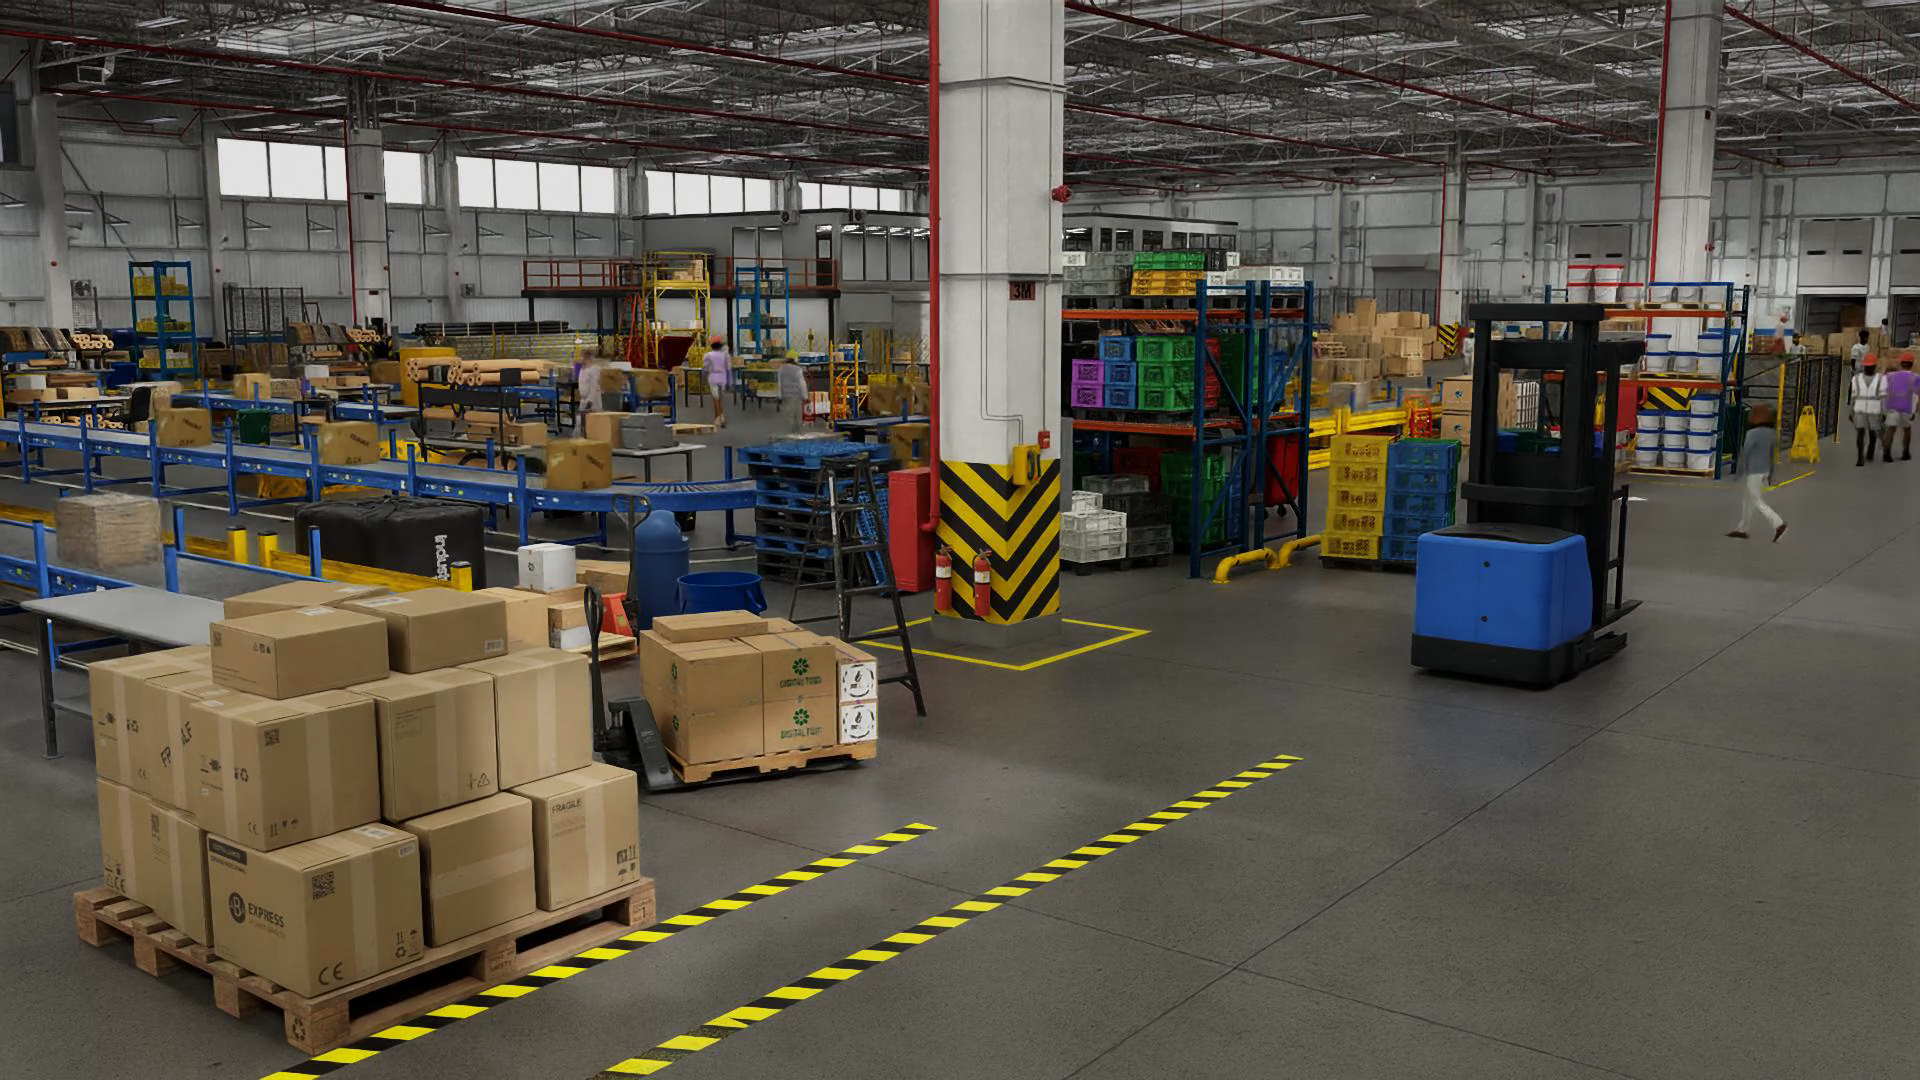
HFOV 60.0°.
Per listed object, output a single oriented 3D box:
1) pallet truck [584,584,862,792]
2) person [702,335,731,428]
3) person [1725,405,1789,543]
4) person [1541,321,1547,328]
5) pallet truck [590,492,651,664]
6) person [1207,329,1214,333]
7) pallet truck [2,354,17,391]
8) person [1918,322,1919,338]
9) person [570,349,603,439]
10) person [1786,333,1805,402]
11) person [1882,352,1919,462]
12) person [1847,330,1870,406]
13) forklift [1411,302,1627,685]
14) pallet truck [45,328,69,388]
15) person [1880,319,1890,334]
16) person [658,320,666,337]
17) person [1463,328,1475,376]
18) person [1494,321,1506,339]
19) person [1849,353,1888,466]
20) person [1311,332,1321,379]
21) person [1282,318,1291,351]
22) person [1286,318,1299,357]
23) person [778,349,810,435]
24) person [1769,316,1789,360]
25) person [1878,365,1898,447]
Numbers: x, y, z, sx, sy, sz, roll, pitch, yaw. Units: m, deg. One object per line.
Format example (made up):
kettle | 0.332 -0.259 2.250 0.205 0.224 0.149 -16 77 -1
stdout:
pallet truck | -1.426 0.805 10.019 1.601 1.201 0.680 -4 9 -26
person | -5.218 -3.410 35.882 0.614 2.004 1.012 -4 9 -25
person | 9.344 -0.771 19.377 0.510 1.606 0.752 -6 10 -36
person | 24.296 -8.247 69.033 0.431 1.835 0.623 -3 9 -19
pallet truck | -3.115 0.344 12.883 0.653 1.274 1.630 7 11 37
person | 7.633 -5.575 50.757 0.452 1.904 0.596 7 11 41
pallet truck | -24.881 -4.417 42.634 1.885 1.965 0.823 8 11 41
person | 37.130 -7.574 64.309 0.910 1.876 0.595 1 8 4
person | -6.927 -2.596 30.817 0.991 1.853 0.662 -7 11 -41
person | 21.641 -4.423 43.118 0.316 1.867 0.532 -3 9 -19
person | 16.181 -2.286 28.627 0.966 1.893 0.583 -8 11 -41
person | 23.110 -4.400 42.703 0.619 1.952 0.396 -5 10 -29
forklift | 4.379 -0.438 12.852 1.129 2.768 1.873 7 11 37
pallet truck | -23.775 -4.544 43.495 1.885 1.965 0.823 6 10 35
person | 38.753 -8.366 69.785 0.429 1.844 0.625 3 9 19
person | -12.169 -8.093 68.111 0.599 1.793 0.609 -2 9 -16
person | 17.149 -6.262 55.938 0.502 1.729 0.438 0 8 2
person | 25.629 -9.764 78.891 0.654 1.927 0.556 -1 8 -4
person | 15.307 -2.200 28.012 0.573 1.911 0.715 6 10 34
person | 10.391 -5.241 48.971 0.533 1.767 0.327 8 12 44
person | 15.468 -9.716 78.830 0.634 1.858 0.545 -5 10 -31
person | 15.096 -9.240 75.539 0.548 1.894 1.004 3 9 18
person | -3.184 -2.806 32.438 0.600 1.801 0.813 7 11 41
person | 35.418 -8.685 71.655 1.023 1.924 0.656 1 9 9
person | 17.026 -2.422 30.502 0.521 1.604 0.702 5 10 33
